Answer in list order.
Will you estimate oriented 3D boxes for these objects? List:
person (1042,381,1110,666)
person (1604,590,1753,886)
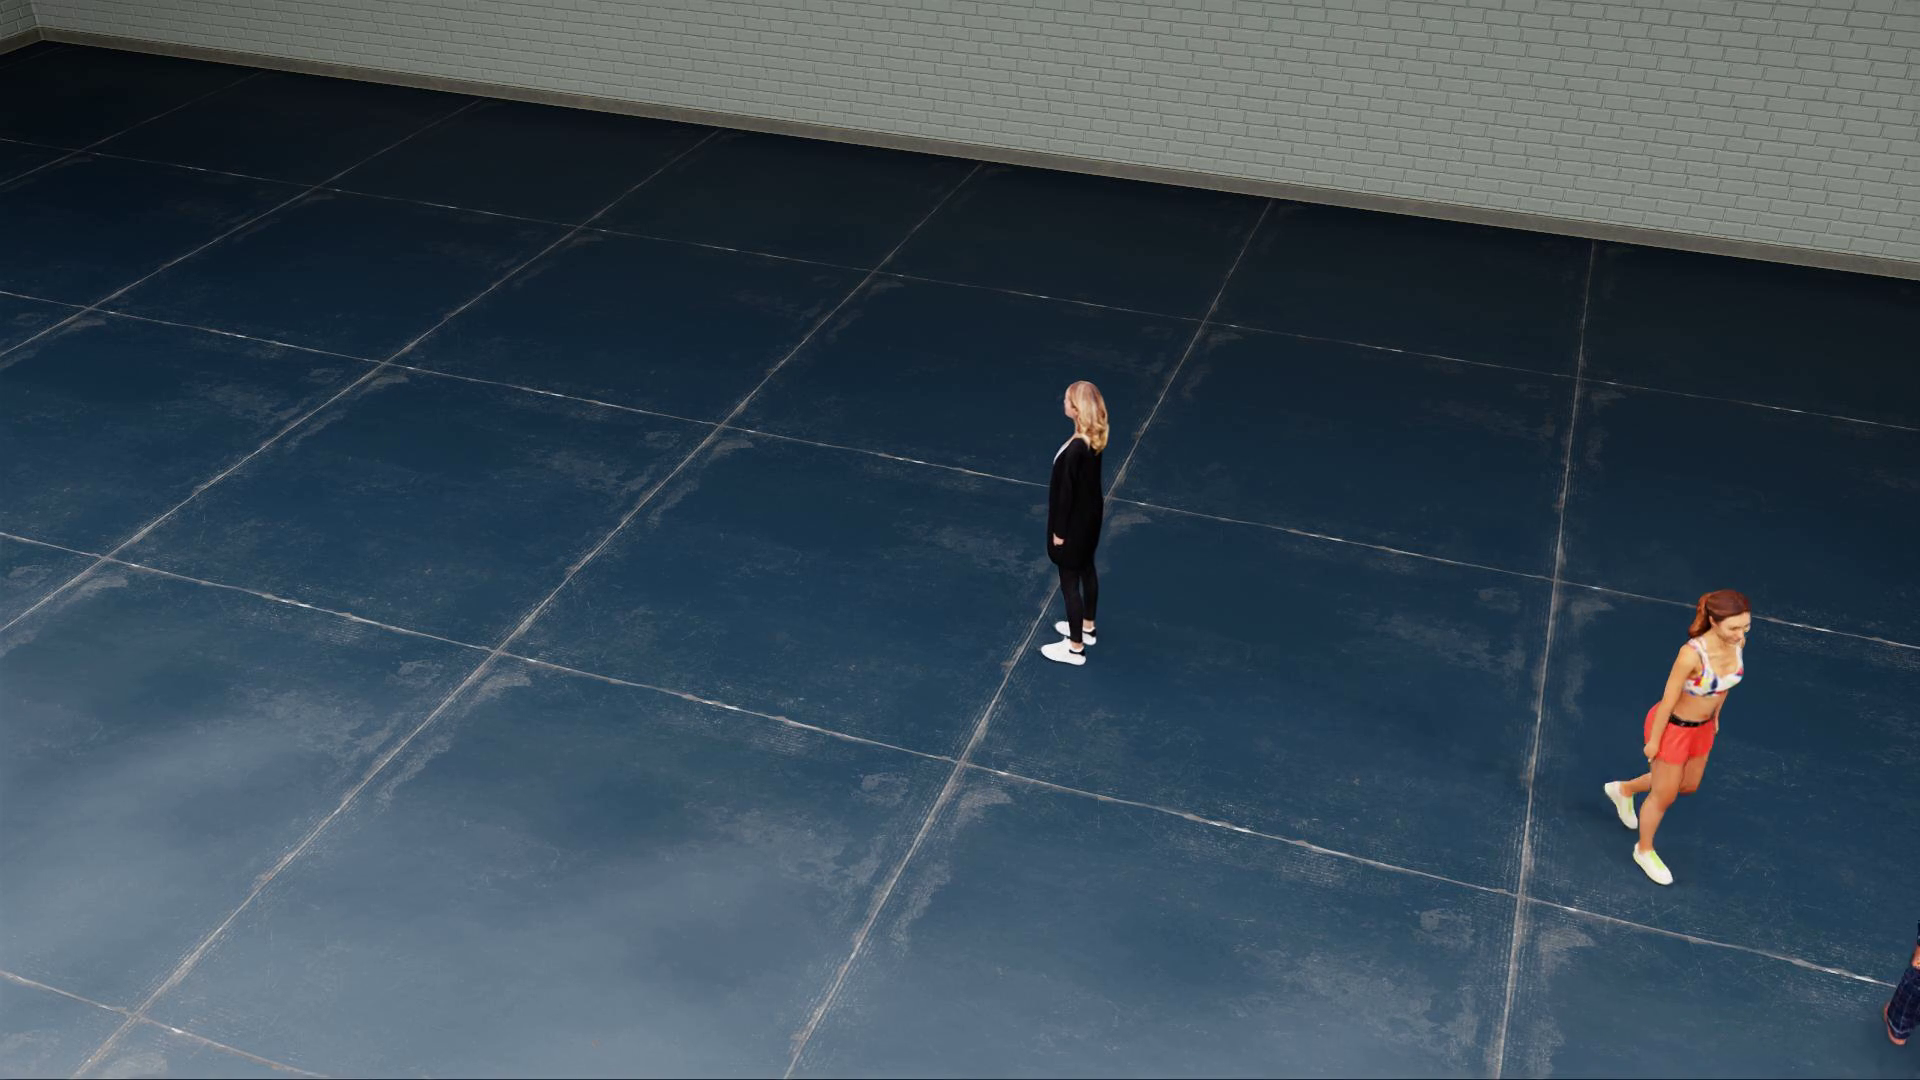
[{"bbox_3d":[0.695,-0.101,9.635,0.679,1.802,0.479,15,36,21],"label":"person"},{"bbox_3d":[3.493,0.887,8.148,0.886,1.768,0.947,-18,37,-25],"label":"person"}]
